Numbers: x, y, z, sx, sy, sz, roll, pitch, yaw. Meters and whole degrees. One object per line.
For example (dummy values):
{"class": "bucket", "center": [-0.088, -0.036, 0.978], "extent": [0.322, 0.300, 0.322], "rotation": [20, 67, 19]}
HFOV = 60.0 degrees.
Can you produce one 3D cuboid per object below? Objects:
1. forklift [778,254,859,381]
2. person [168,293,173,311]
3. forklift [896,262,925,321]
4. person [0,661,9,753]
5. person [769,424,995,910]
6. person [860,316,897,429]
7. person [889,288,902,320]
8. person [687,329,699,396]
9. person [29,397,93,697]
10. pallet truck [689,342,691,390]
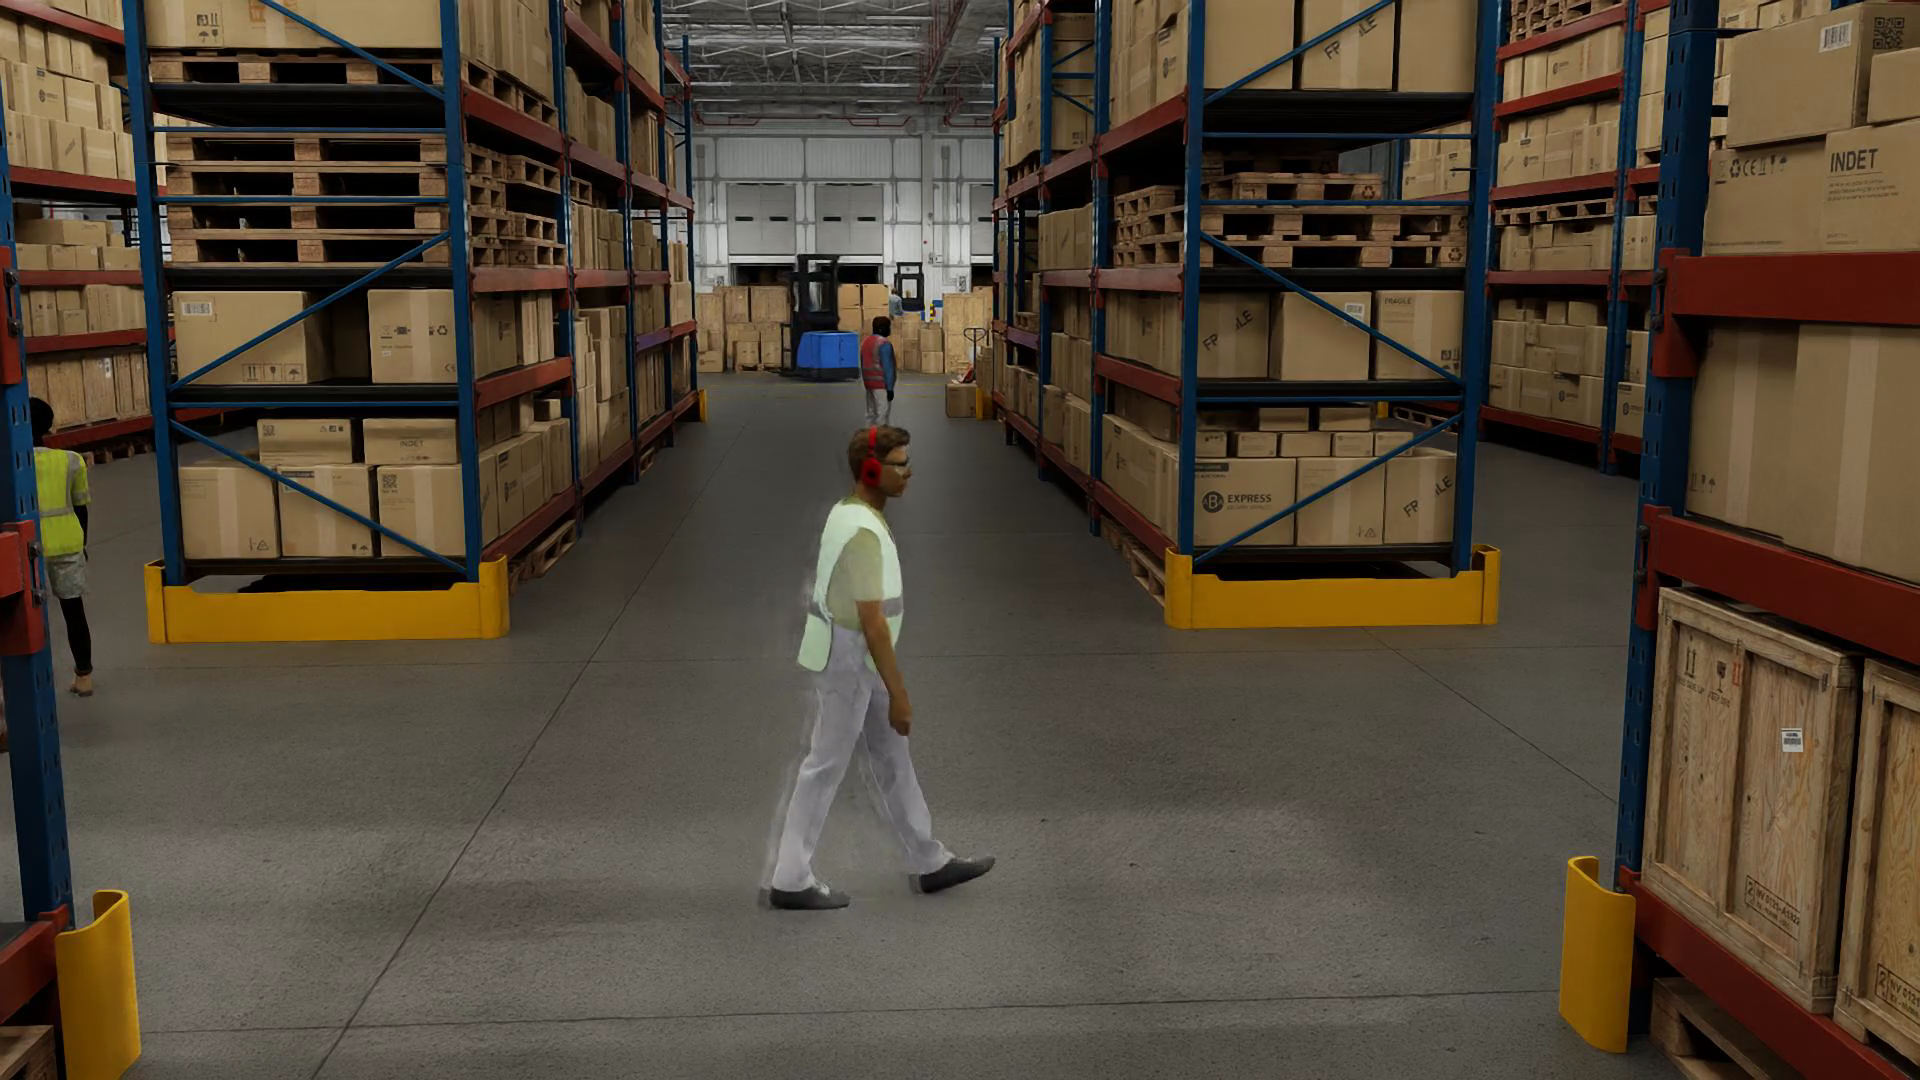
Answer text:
{"class": "forklift", "center": [-3.171, -5.023, 37.371], "extent": [1.129, 2.768, 1.873], "rotation": [-6, 11, -33]}
{"class": "person", "center": [-31.504, -9.158, 66.318], "extent": [0.593, 1.924, 0.384], "rotation": [8, 12, 41]}
{"class": "forklift", "center": [-1.829, -8.659, 60.204], "extent": [1.129, 2.768, 1.873], "rotation": [-1, 9, -4]}
{"class": "person", "center": [-4.969, 0.133, 8.138], "extent": [0.804, 1.867, 0.675], "rotation": [-3, 9, -15]}
{"class": "person", "center": [-0.295, 0.483, 6.122], "extent": [0.912, 1.809, 0.604], "rotation": [0, 9, -3]}
{"class": "person", "center": [-1.023, -1.960, 21.393], "extent": [0.429, 1.840, 0.630], "rotation": [-6, 11, -32]}
{"class": "person", "center": [-2.302, -7.825, 57.969], "extent": [0.635, 1.927, 0.372], "rotation": [4, 10, 23]}
{"class": "person", "center": [-5.301, -3.646, 32.427], "extent": [0.533, 1.697, 0.318], "rotation": [6, 11, 33]}
{"class": "person", "center": [-5.041, 0.063, 9.142], "extent": [0.318, 1.697, 0.535], "rotation": [7, 11, 37]}
{"class": "pallet truck", "center": [-5.225, -3.008, 27.480], "extent": [1.885, 1.965, 0.823], "rotation": [2, 9, 14]}
